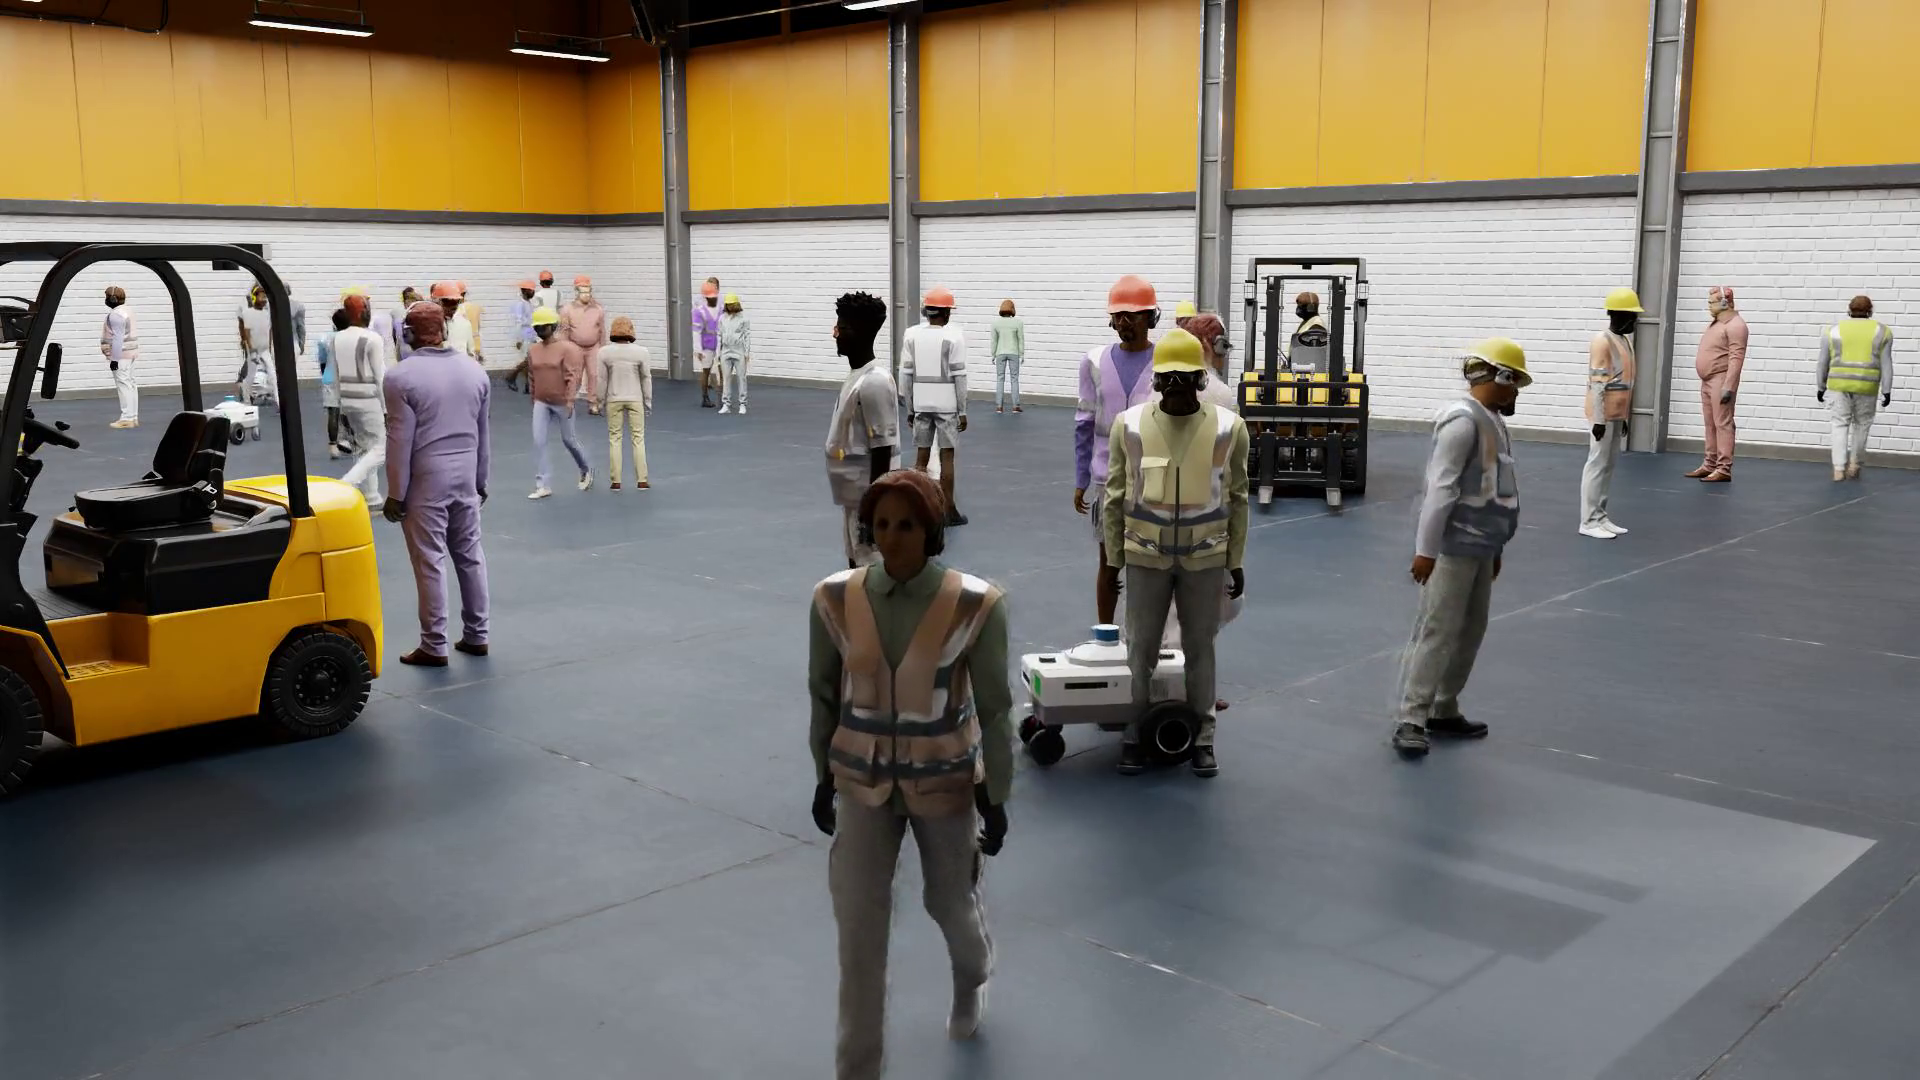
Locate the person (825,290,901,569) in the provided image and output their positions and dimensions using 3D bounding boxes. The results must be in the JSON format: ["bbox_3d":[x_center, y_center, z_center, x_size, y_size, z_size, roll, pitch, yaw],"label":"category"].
[{"bbox_3d":[-0.475,-0.221,8.096,0.361,1.965,0.612,-2,10,-13],"label":"person"}]

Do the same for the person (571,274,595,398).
[{"bbox_3d":[-5.953,-3.247,26.601,0.524,1.993,0.630,0,9,-2],"label":"person"}]

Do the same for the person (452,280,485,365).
[{"bbox_3d":[-6.747,-2.552,22.599,0.404,1.905,0.605,3,10,17],"label":"person"}]

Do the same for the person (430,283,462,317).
[{"bbox_3d":[-6.260,-2.132,20.006,0.622,1.901,0.454,-2,10,-14],"label":"person"}]

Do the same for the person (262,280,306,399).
[{"bbox_3d":[-10.233,-2.979,25.185,0.649,1.911,0.698,-4,10,-23],"label":"person"}]

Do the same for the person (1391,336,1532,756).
[{"bbox_3d":[2.166,0.022,7.171,0.429,1.782,0.727,6,11,34],"label":"person"}]

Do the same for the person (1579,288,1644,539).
[{"bbox_3d":[5.042,-0.978,12.860,0.388,1.926,0.590,7,12,39],"label":"person"}]

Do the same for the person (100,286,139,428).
[{"bbox_3d":[-10.976,-2.382,21.729,0.429,1.844,0.623,-2,9,-12],"label":"person"}]

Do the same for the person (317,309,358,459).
[{"bbox_3d":[-6.807,-1.723,18.321,0.534,1.640,0.913,-1,9,-6],"label":"person"}]

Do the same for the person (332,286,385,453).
[{"bbox_3d":[-6.816,-1.935,18.873,0.607,1.872,0.981,0,9,-1],"label":"person"}]

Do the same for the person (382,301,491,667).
[{"bbox_3d":[-2.761,-0.294,8.735,0.401,1.904,0.648,6,11,33],"label":"person"}]

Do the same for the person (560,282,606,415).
[{"bbox_3d":[-5.377,-2.726,23.727,0.645,1.886,0.656,-4,10,-24],"label":"person"}]

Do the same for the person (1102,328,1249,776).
[{"bbox_3d":[0.879,0.056,6.805,0.599,1.832,0.404,1,9,7],"label":"person"}]

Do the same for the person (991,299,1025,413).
[{"bbox_3d":[0.689,-2.650,24.005,0.498,1.633,0.285,2,9,12],"label":"person"}]

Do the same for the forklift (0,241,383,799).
[{"bbox_3d":[-3.706,-0.171,7.093,1.214,2.155,2.313,9,13,43],"label":"forklift"}]

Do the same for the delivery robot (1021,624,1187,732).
[{"bbox_3d":[0.622,0.603,7.071,0.707,0.478,0.477,-1,9,-7],"label":"delivery robot"}]

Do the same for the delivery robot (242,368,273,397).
[{"bbox_3d":[-10.688,-2.380,25.359,0.477,0.478,0.707,-1,9,-8],"label":"delivery robot"}]

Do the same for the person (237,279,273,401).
[{"bbox_3d":[-11.059,-3.203,26.153,0.716,2.000,0.937,2,10,14],"label":"person"}]

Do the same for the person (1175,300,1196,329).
[{"bbox_3d":[2.177,-1.430,16.118,0.526,1.768,0.330,1,9,7],"label":"person"}]

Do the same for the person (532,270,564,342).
[{"bbox_3d":[-7.663,-3.988,30.942,0.613,2.047,0.362,-6,11,-33],"label":"person"}]

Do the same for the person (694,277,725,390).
[{"bbox_3d":[-4.219,-3.523,28.427,0.635,1.937,0.352,3,10,18],"label":"person"}]

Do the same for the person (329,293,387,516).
[{"bbox_3d":[-4.971,-1.099,13.756,0.600,1.871,0.644,6,11,31],"label":"person"}]

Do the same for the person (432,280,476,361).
[{"bbox_3d":[-4.973,-1.524,16.077,0.771,1.972,0.621,6,11,34],"label":"person"}]

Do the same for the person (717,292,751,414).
[{"bbox_3d":[-3.245,-2.668,23.786,0.492,1.740,0.325,2,9,10],"label":"person"}]

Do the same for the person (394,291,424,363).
[{"bbox_3d":[-6.080,-1.896,18.791,0.597,1.835,0.536,3,10,18],"label":"person"}]

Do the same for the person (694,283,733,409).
[{"bbox_3d":[-3.642,-2.858,24.573,0.575,1.862,0.906,-5,11,-28],"label":"person"}]

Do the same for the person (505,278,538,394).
[{"bbox_3d":[-7.188,-3.354,27.472,0.526,1.919,0.542,1,9,8],"label":"person"}]

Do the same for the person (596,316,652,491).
[{"bbox_3d":[-3.136,-1.272,15.559,0.507,1.631,0.273,-1,9,-9],"label":"person"}]

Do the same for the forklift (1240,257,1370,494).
[{"bbox_3d":[3.309,-1.629,16.029,1.214,2.155,2.313,2,9,11],"label":"forklift"}]

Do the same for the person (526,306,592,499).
[{"bbox_3d":[-3.683,-1.269,15.215,0.523,1.738,0.759,2,10,15],"label":"person"}]

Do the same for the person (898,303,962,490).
[{"bbox_3d":[-0.277,-1.407,15.793,0.588,1.834,0.984,-2,9,-12],"label":"person"}]

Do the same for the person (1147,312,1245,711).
[{"bbox_3d":[1.058,-0.101,7.645,0.473,1.880,0.661,-4,10,-21],"label":"person"}]

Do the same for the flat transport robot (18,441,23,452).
[{"bbox_3d":[-10.661,-0.995,18.025,0.652,0.197,1.431,-1,9,-7],"label":"flat transport robot"}]

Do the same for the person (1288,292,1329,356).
[{"bbox_3d":[3.673,-1.694,17.559,0.430,1.838,0.624,0,9,2],"label":"person"}]

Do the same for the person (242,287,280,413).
[{"bbox_3d":[-9.790,-2.621,23.305,0.984,1.807,0.512,6,11,33],"label":"person"}]

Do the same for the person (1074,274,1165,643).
[{"bbox_3d":[0.869,-0.316,8.443,0.614,2.042,0.373,3,10,20],"label":"person"}]

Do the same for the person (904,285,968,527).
[{"bbox_3d":[-0.178,-1.077,13.430,0.550,1.935,0.376,5,10,28],"label":"person"}]

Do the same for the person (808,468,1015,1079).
[{"bbox_3d":[-0.109,0.604,4.161,0.529,1.609,0.810,2,9,12],"label":"person"}]

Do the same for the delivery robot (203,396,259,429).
[{"bbox_3d":[-8.674,-1.470,19.782,0.477,0.478,0.707,1,9,9],"label":"delivery robot"}]

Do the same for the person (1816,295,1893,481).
[{"bbox_3d":[8.823,-1.501,16.423,0.668,1.805,0.759,5,11,29],"label":"person"}]

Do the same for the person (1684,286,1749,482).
[{"bbox_3d":[7.380,-1.513,16.225,0.406,1.902,0.637,1,9,3],"label":"person"}]

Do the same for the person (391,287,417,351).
[{"bbox_3d":[-7.907,-2.715,23.906,0.498,1.803,1.029,-1,9,-7],"label":"person"}]
